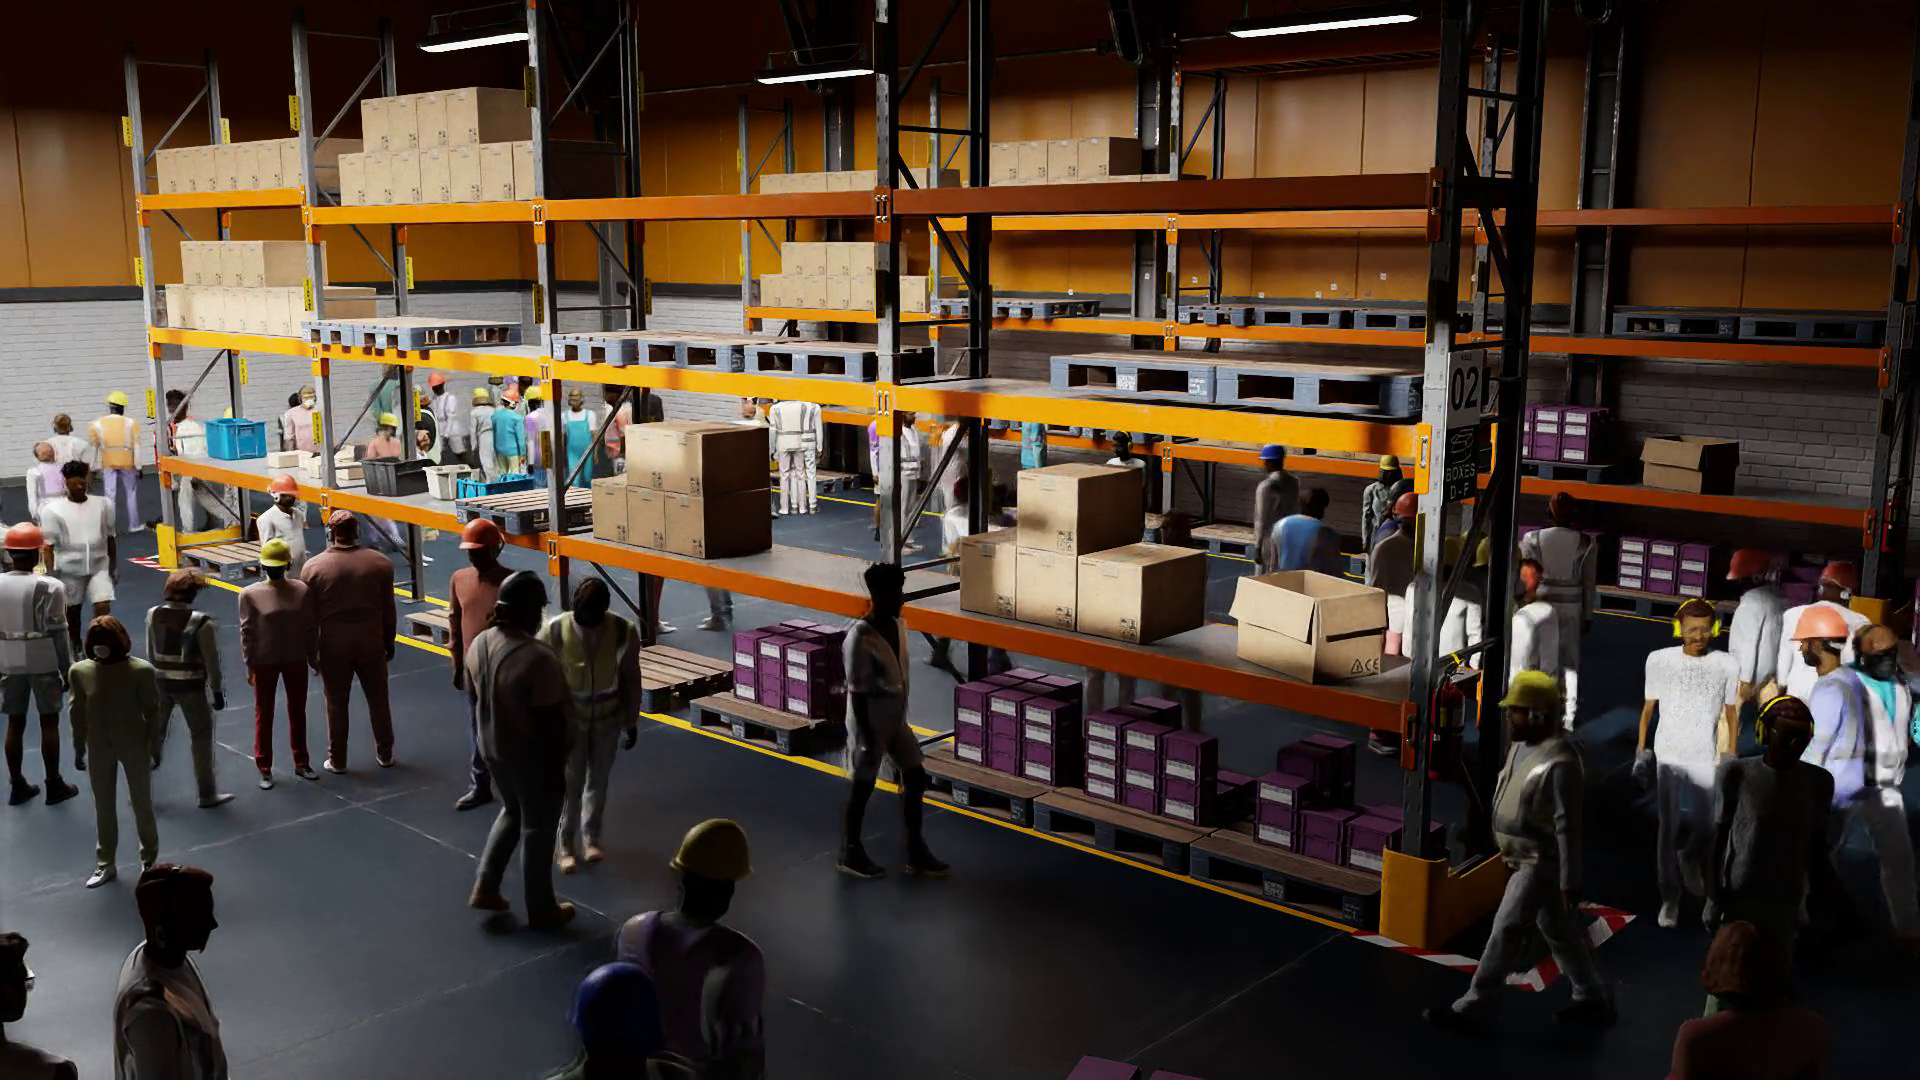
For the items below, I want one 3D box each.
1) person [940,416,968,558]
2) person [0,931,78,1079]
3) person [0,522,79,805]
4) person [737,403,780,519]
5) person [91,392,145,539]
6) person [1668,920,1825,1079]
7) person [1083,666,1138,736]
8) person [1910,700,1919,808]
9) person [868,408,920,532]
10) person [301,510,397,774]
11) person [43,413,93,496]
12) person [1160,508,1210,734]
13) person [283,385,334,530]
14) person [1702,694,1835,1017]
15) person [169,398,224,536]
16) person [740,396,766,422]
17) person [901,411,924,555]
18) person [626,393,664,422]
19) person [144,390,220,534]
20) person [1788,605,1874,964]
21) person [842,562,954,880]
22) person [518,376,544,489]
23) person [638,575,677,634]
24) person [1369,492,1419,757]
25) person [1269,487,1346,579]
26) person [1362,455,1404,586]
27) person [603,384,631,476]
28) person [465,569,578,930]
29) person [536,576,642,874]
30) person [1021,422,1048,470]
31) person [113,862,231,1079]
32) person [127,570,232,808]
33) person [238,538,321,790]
[{"bbox_3d":[-0.025,-0.669,19.814,0.428,1.918,0.671,4,11,20],"label":"person"},{"bbox_3d":[-2.747,2.032,4.756,0.570,1.841,0.373,1,10,4],"label":"person"},{"bbox_3d":[-6.301,0.838,11.294,0.545,1.929,0.393,0,10,-3],"label":"person"},{"bbox_3d":[-2.856,-1.081,23.035,0.694,1.608,0.458,1,10,5],"label":"person"},{"bbox_3d":[-10.982,-0.975,21.687,0.619,1.875,0.713,-3,10,-17],"label":"person"},{"bbox_3d":[2.507,2.011,5.511,0.530,1.604,0.696,-2,10,-12],"label":"person"},{"bbox_3d":[1.148,0.648,12.600,0.630,1.844,0.429,1,10,4],"label":"person"},{"bbox_3d":[6.561,0.919,10.933,0.603,1.893,0.443,-3,11,-19],"label":"person"},{"bbox_3d":[-0.833,-1.059,22.153,0.839,1.890,0.618,-6,11,-29],"label":"person"},{"bbox_3d":[-4.392,0.728,11.997,0.642,1.899,0.395,-5,11,-28],"label":"person"},{"bbox_3d":[-10.512,-0.579,19.575,0.565,1.823,0.425,-6,12,-30],"label":"person"},{"bbox_3d":[1.567,0.706,12.085,0.403,1.904,0.651,5,11,26],"label":"person"},{"bbox_3d":[-8.687,-1.102,22.238,0.628,1.932,0.353,-7,12,-33],"label":"person"},{"bbox_3d":[3.532,1.579,7.288,0.518,1.866,0.339,1,10,8],"label":"person"},{"bbox_3d":[-9.665,-0.887,21.192,0.829,1.878,0.626,-2,10,-12],"label":"person"},{"bbox_3d":[-3.030,-1.372,24.302,0.360,1.741,0.570,3,10,15],"label":"person"},{"bbox_3d":[-0.654,-0.767,20.469,0.343,1.882,0.586,4,11,24],"label":"person"},{"bbox_3d":[-4.571,-1.461,24.156,0.796,1.969,0.584,2,10,10],"label":"person"},{"bbox_3d":[-10.235,-1.017,21.836,1.036,1.912,0.613,2,10,13],"label":"person"},{"bbox_3d":[4.512,1.300,8.715,0.433,1.914,0.579,6,12,31],"label":"person"},{"bbox_3d":[-0.372,1.090,9.814,0.806,1.934,0.620,6,12,31],"label":"person"},{"bbox_3d":[-6.283,-1.484,24.433,0.393,1.916,0.590,-2,10,-13],"label":"person"},{"bbox_3d":[-3.007,-0.023,16.208,0.396,1.908,0.599,-5,11,-28],"label":"person"},{"bbox_3d":[3.302,0.619,12.359,0.618,1.986,0.408,-6,12,-30],"label":"person"},{"bbox_3d":[2.862,0.462,13.708,0.467,1.817,0.634,-9,14,-42],"label":"person"},{"bbox_3d":[4.238,0.003,16.516,0.493,1.743,0.295,0,10,1],"label":"person"},{"bbox_3d":[-4.622,-1.171,22.521,0.362,1.963,0.613,-3,11,-18],"label":"person"},{"bbox_3d":[-2.388,1.148,9.199,0.703,2.000,0.582,9,14,42],"label":"person"},{"bbox_3d":[-2.239,1.111,10.082,0.657,1.805,0.614,-4,11,-23],"label":"person"},{"bbox_3d":[0.979,-0.956,21.089,0.391,2.040,0.614,-1,10,-8],"label":"person"},{"bbox_3d":[-2.471,1.923,5.293,0.373,1.879,0.586,-4,11,-21],"label":"person"},{"bbox_3d":[-5.276,1.013,11.134,0.689,1.627,0.464,2,10,10],"label":"person"},{"bbox_3d":[-4.751,0.853,11.658,0.524,1.764,0.329,-8,13,-38],"label":"person"}]
